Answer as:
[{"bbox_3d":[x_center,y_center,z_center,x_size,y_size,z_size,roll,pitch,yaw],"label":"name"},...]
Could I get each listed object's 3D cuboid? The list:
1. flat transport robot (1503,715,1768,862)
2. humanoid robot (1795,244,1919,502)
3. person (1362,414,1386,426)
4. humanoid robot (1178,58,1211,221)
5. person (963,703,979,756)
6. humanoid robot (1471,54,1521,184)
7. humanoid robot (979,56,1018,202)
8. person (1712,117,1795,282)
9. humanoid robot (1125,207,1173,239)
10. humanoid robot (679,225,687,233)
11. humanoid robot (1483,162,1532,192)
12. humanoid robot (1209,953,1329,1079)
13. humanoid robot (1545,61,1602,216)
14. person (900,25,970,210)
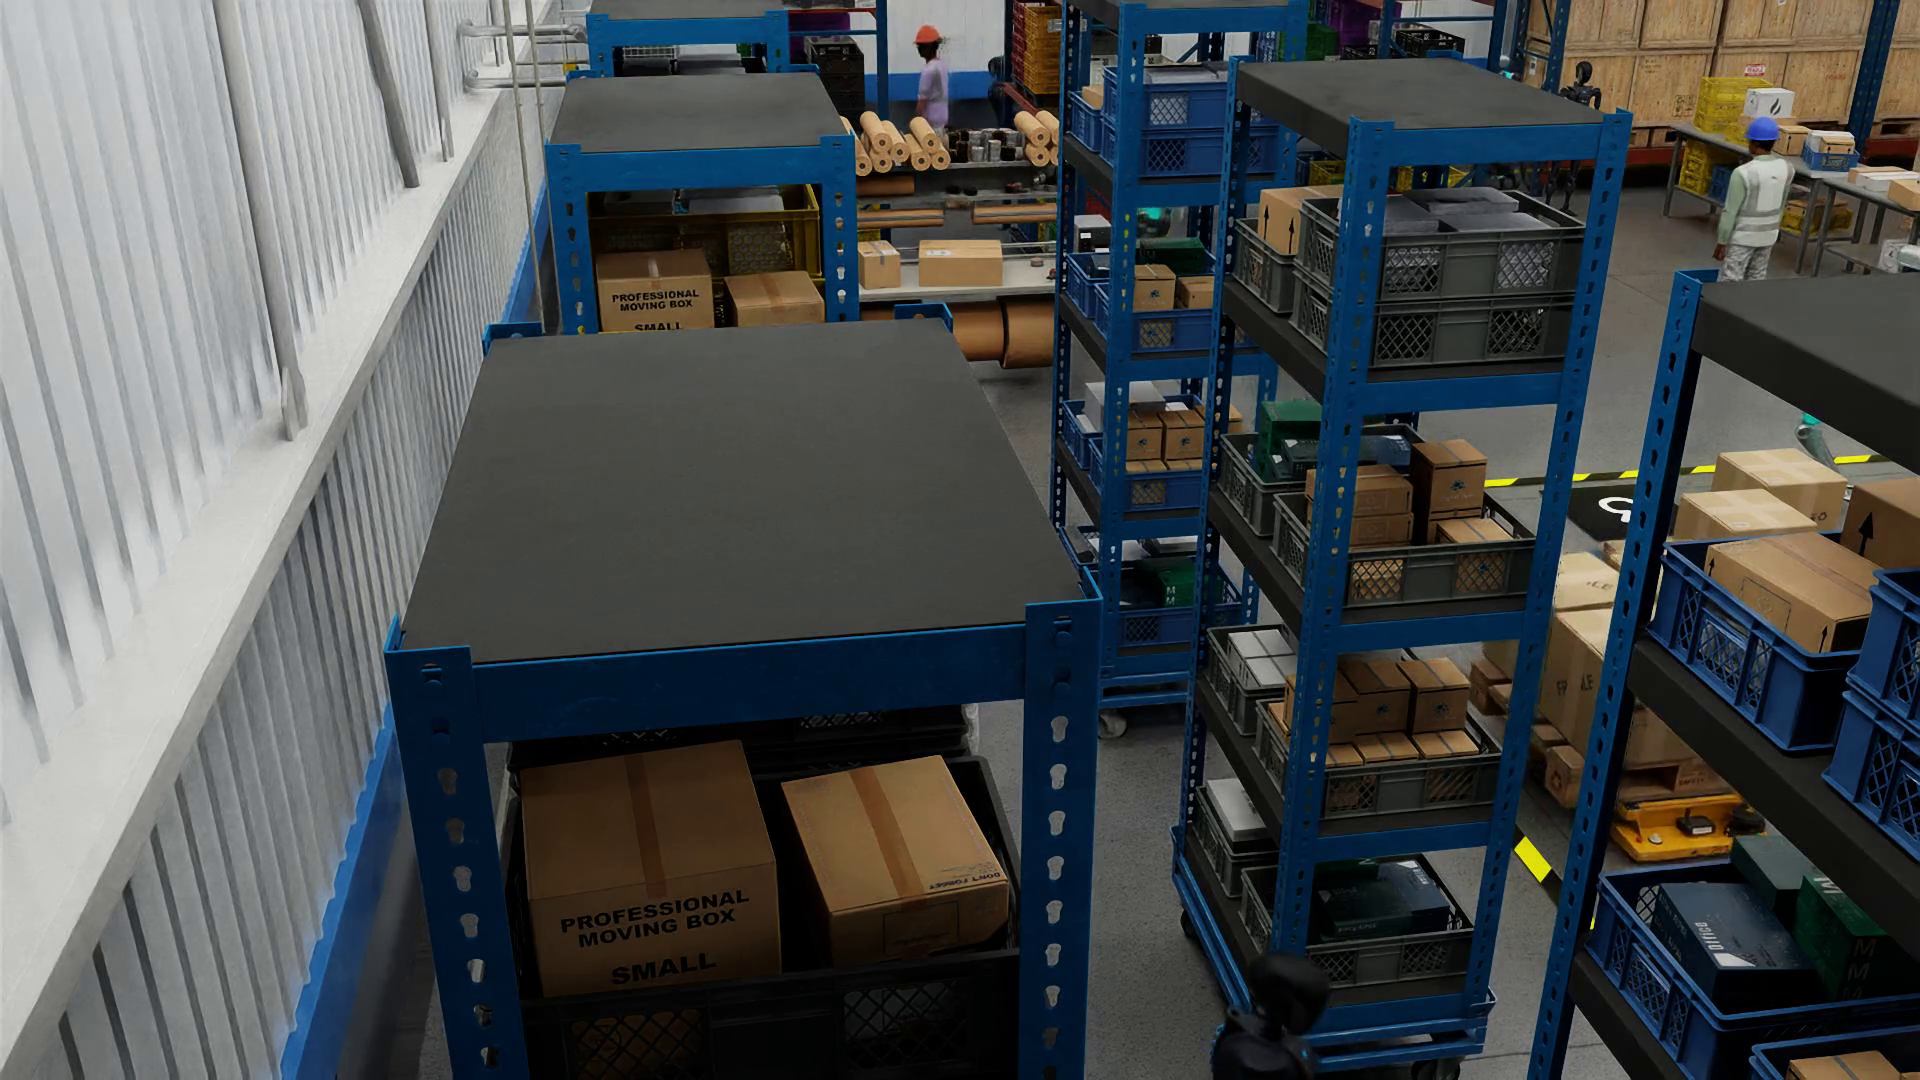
[{"bbox_3d":[3.202,1.037,8.012,0.652,0.197,1.431,-4,25,-8],"label":"flat transport robot"},{"bbox_3d":[5.775,-1.100,10.778,0.735,1.672,0.533,14,28,27],"label":"humanoid robot"},{"bbox_3d":[2.729,-1.252,11.138,0.504,1.838,0.607,-5,25,-11],"label":"person"},{"bbox_3d":[2.600,-4.303,17.921,0.536,1.814,0.719,5,25,10],"label":"humanoid robot"},{"bbox_3d":[-0.118,0.449,7.437,0.429,1.846,0.625,18,30,33],"label":"person"},{"bbox_3d":[5.669,-4.216,17.719,0.544,1.780,0.810,2,25,4],"label":"humanoid robot"},{"bbox_3d":[0.486,-4.607,18.691,0.828,1.618,0.588,0,25,-1],"label":"humanoid robot"},{"bbox_3d":[6.504,-2.506,13.753,0.612,1.940,0.419,-8,26,-17],"label":"person"},{"bbox_3d":[1.376,-2.336,13.627,0.795,1.771,0.544,-7,25,-14],"label":"humanoid robot"},{"bbox_3d":[-2.134,-2.501,14.025,0.551,1.813,0.895,-3,25,-6],"label":"humanoid robot"},{"bbox_3d":[5.362,-3.592,16.418,0.590,1.656,0.341,-8,26,-17],"label":"humanoid robot"},{"bbox_3d":[0.773,1.791,4.721,0.433,1.633,0.610,7,26,15],"label":"humanoid robot"},{"bbox_3d":[6.645,-4.347,18.043,0.599,1.659,0.315,-4,25,-8],"label":"humanoid robot"},{"bbox_3d":[-0.349,-4.643,18.345,1.063,1.978,0.621,4,25,9],"label":"person"}]
